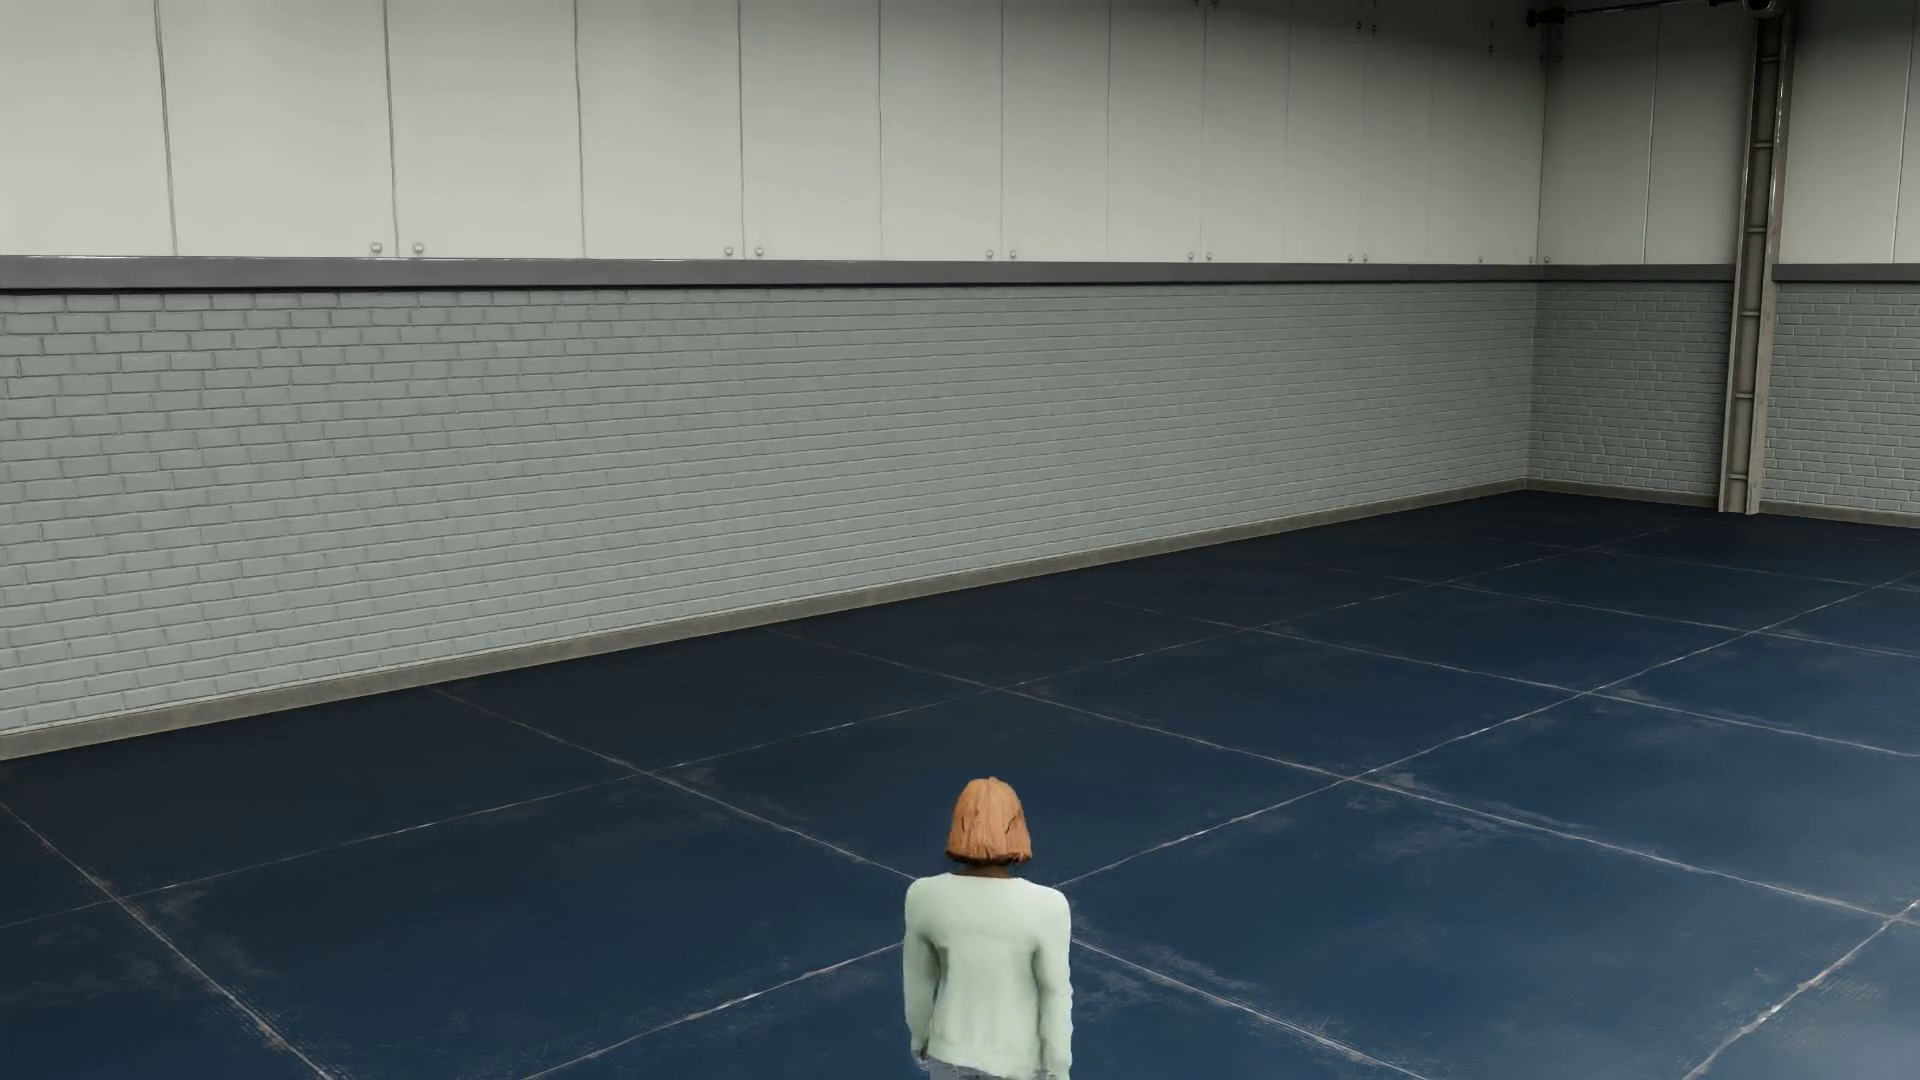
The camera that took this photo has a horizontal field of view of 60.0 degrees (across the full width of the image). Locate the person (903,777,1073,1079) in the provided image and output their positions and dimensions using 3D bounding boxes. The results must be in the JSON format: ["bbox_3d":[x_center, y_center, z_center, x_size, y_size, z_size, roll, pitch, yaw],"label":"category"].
[{"bbox_3d":[0.107,1.455,4.820,0.528,1.612,0.629,3,10,18],"label":"person"}]
